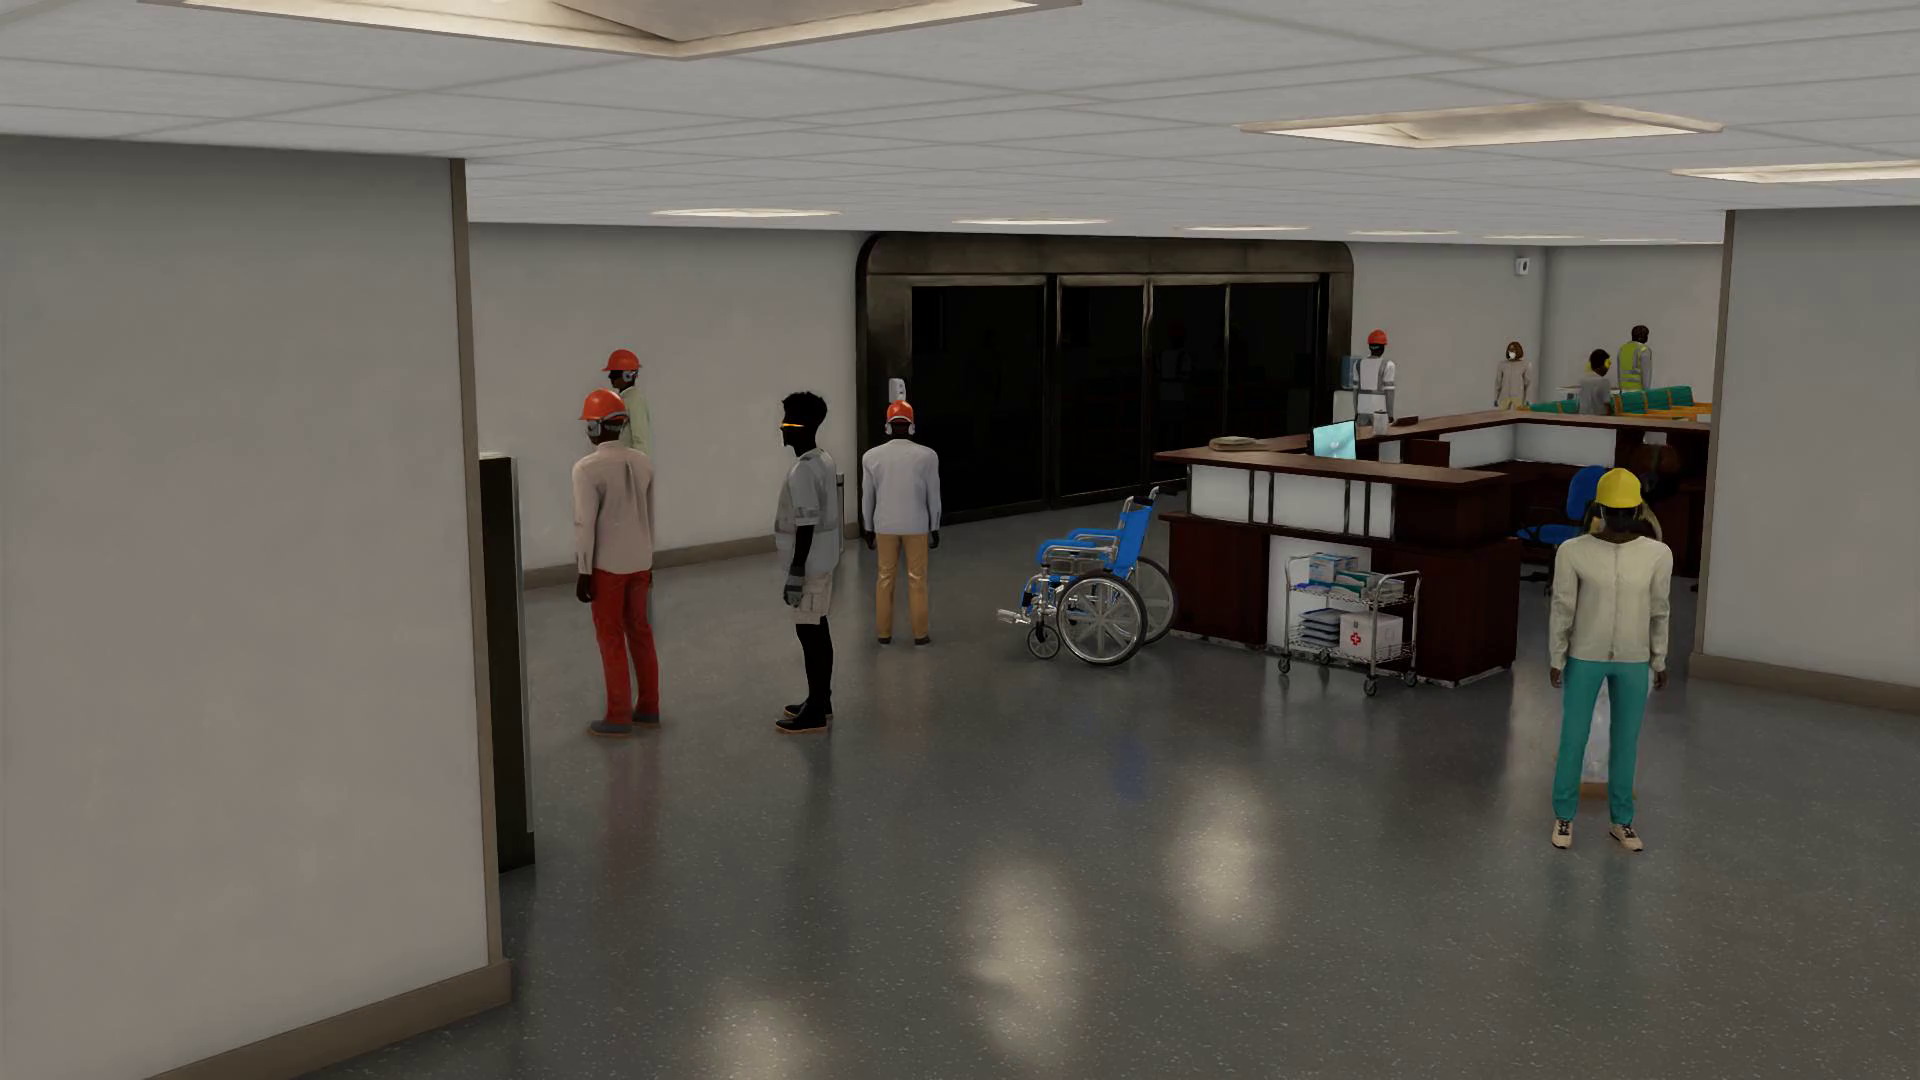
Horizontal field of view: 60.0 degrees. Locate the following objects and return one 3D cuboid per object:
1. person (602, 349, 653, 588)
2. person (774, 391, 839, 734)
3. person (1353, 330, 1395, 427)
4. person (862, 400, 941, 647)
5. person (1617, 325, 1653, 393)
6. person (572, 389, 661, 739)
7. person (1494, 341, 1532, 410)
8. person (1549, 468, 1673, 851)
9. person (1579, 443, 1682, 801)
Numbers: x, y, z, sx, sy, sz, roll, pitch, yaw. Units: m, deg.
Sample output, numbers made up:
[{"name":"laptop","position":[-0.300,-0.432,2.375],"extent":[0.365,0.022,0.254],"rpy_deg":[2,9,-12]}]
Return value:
[{"name":"person","position":[-2.755,-0.583,13.821],"extent":[0.382,1.995,0.612],"rpy_deg":[-5,10,-26]},{"name":"person","position":[-0.883,0.127,9.551],"extent":[0.367,1.966,0.606],"rpy_deg":[1,9,6]},{"name":"person","position":[5.005,-1.567,20.075],"extent":[0.546,1.930,0.390],"rpy_deg":[9,13,44]},{"name":"person","position":[-0.408,-0.114,11.711],"extent":[0.564,1.743,0.352],"rpy_deg":[1,9,6]},{"name":"person","position":[9.874,-2.214,24.300],"extent":[0.429,1.841,0.633],"rpy_deg":[-3,10,-17]},{"name":"person","position":[-1.980,0.133,9.510],"extent":[0.457,1.976,0.616],"rpy_deg":[6,11,30]},{"name":"person","position":[7.846,-2.003,23.634],"extent":[0.507,1.633,0.277],"rpy_deg":[6,11,32]},{"name":"person","position":[2.961,0.547,7.591],"extent":[0.533,1.768,0.310],"rpy_deg":[1,9,6]},{"name":"person","position":[3.277,0.413,8.262],"extent":[0.439,1.820,0.647],"rpy_deg":[3,10,17]}]
